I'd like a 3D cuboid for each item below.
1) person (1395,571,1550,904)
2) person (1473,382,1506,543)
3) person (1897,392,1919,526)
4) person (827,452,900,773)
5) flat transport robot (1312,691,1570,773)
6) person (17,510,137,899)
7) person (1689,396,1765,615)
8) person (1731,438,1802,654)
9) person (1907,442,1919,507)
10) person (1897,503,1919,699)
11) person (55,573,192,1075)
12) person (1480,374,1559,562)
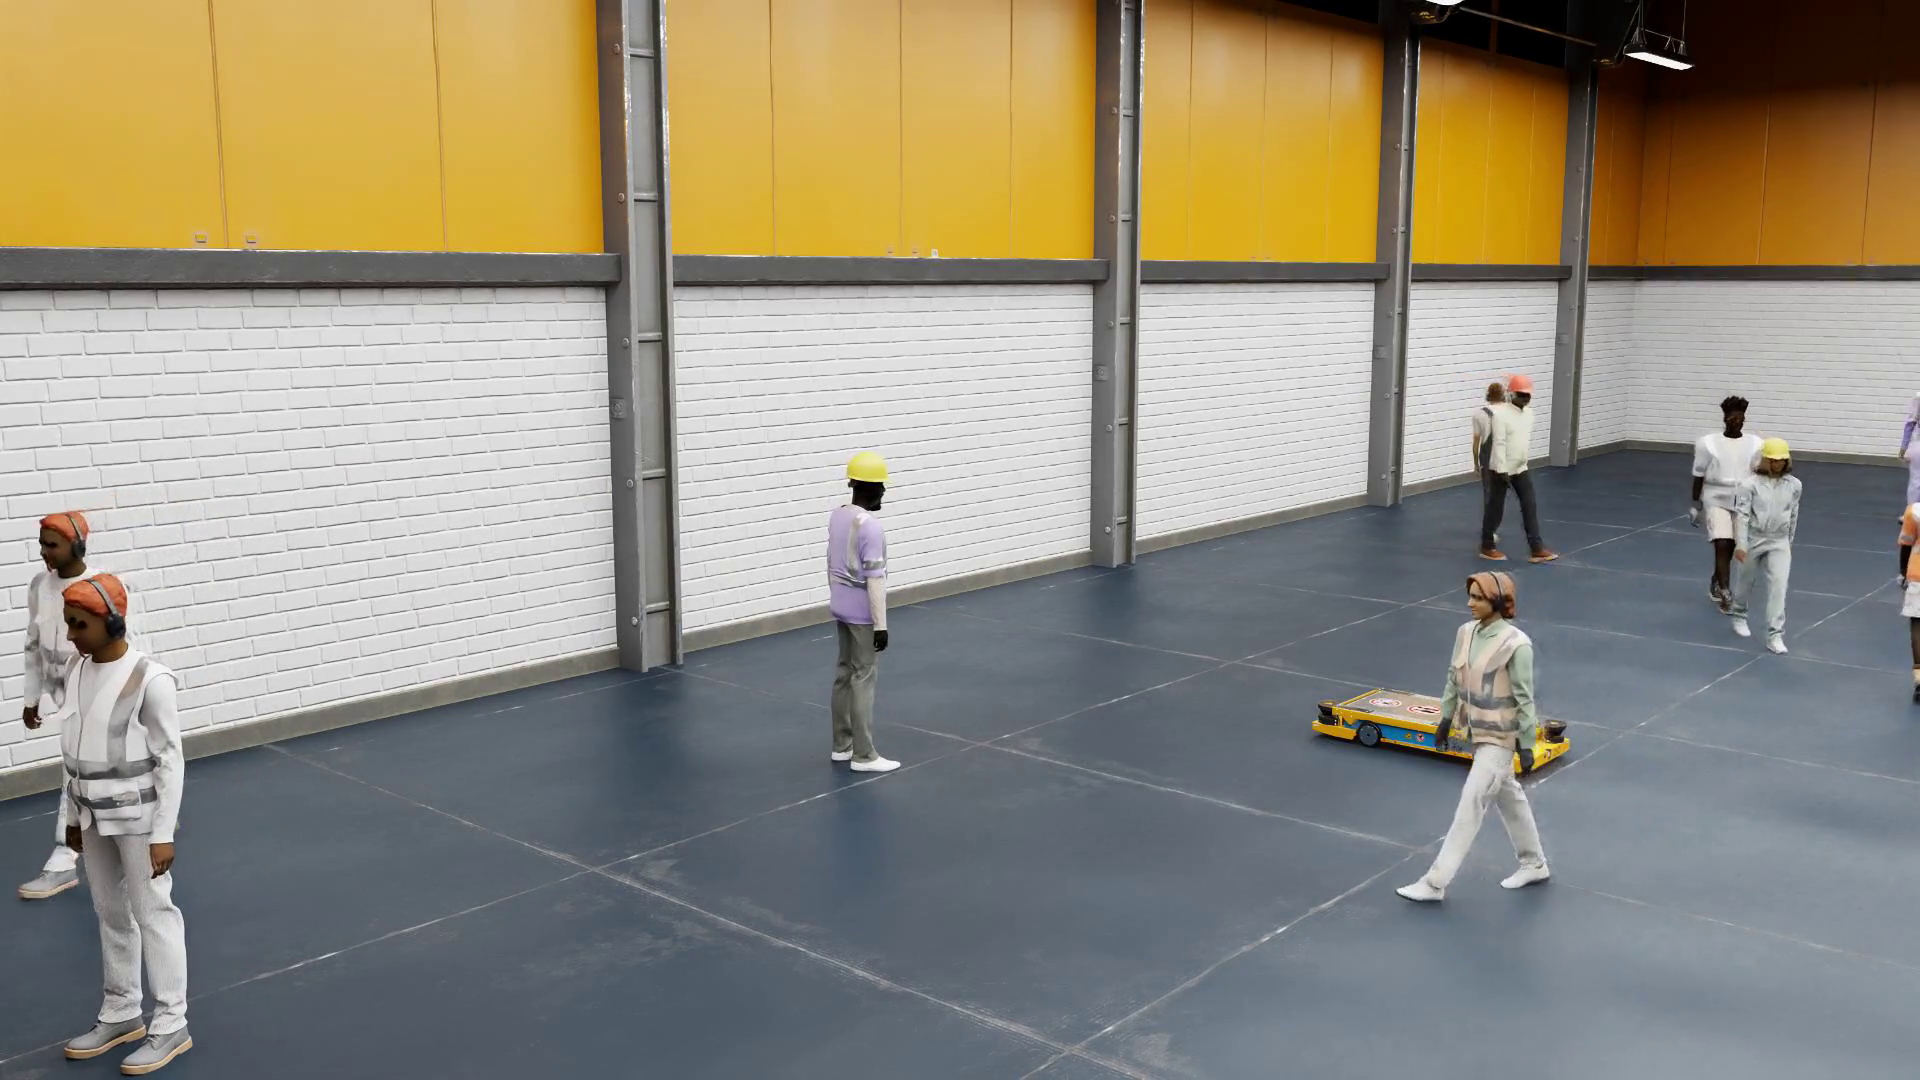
[{"bbox_3d":[2.488,0.929,7.922,0.884,1.583,0.531,-2,9,-15],"label":"person"},{"bbox_3d":[6.042,-0.876,18.714,0.542,1.784,0.994,2,9,12],"label":"person"},{"bbox_3d":[11.418,-1.120,19.576,1.066,1.983,0.627,-5,10,-28],"label":"person"},{"bbox_3d":[-0.582,0.431,10.017,0.384,1.922,0.594,-5,10,-29],"label":"person"},{"bbox_3d":[3.022,1.178,10.503,1.431,0.197,0.652,8,12,40],"label":"flat transport robot"},{"bbox_3d":[-4.343,0.753,8.289,0.595,1.839,0.990,3,10,19],"label":"person"},{"bbox_3d":[6.882,-0.335,14.870,0.619,1.918,0.988,1,9,7],"label":"person"},{"bbox_3d":[6.482,0.004,13.412,0.488,1.696,0.907,1,9,8],"label":"person"},{"bbox_3d":[8.320,-0.197,14.004,0.628,1.915,0.473,2,9,13],"label":"person"},{"bbox_3d":[6.916,0.288,11.736,0.530,1.664,0.811,4,10,23],"label":"person"},{"bbox_3d":[-3.152,1.053,6.241,0.573,1.884,0.355,5,10,27],"label":"person"},{"bbox_3d":[5.760,-0.720,17.124,0.634,1.954,0.923,-5,11,-30],"label":"person"}]
